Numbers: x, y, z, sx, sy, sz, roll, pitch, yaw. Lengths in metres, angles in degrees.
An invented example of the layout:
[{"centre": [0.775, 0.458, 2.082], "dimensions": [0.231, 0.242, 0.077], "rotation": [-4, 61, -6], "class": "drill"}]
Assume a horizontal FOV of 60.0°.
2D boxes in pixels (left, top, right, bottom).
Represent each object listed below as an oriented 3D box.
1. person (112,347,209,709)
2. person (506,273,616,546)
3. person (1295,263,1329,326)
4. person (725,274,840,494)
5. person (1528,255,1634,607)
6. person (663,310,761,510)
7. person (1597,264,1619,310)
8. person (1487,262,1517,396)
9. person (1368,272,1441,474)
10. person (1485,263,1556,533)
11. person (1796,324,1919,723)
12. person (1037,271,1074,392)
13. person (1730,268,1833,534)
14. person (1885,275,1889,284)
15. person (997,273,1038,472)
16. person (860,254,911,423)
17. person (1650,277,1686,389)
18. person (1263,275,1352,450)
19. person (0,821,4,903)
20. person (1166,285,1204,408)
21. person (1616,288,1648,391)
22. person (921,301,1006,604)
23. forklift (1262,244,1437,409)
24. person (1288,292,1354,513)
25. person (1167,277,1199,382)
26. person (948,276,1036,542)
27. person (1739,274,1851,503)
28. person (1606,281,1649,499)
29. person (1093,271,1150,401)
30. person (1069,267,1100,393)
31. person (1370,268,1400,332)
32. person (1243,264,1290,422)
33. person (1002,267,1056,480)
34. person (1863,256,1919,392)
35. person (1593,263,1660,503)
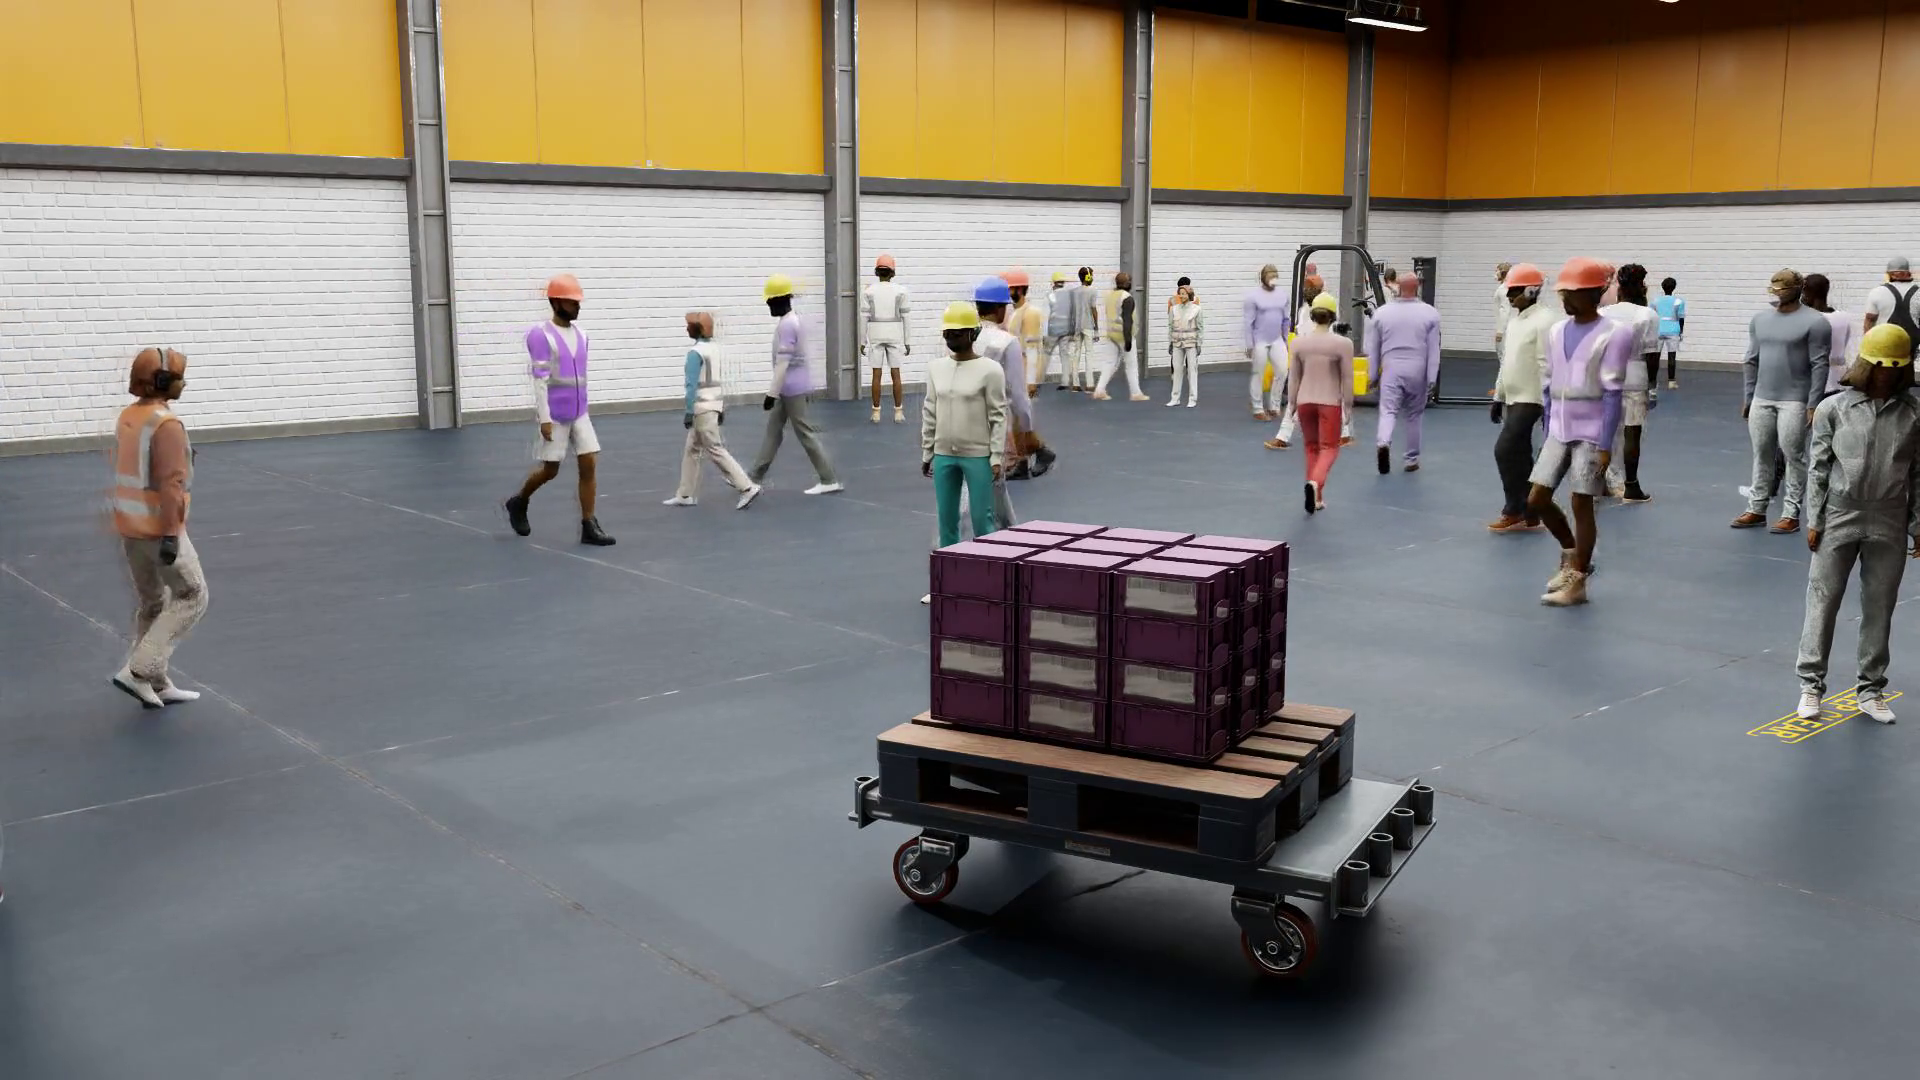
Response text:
[{"centre": [-3.562, -0.036, 7.348], "dimensions": [0.539, 1.623, 0.381], "rotation": [8, 13, 40], "class": "person"}, {"centre": [-2.834, -0.914, 11.688], "dimensions": [0.832, 1.911, 0.550], "rotation": [7, 12, 34], "class": "person"}, {"centre": [5.961, -3.759, 28.357], "dimensions": [0.636, 1.903, 0.405], "rotation": [-6, 11, -32], "class": "person"}, {"centre": [-1.484, -1.300, 14.055], "dimensions": [0.980, 1.870, 0.596], "rotation": [-1, 10, -5], "class": "person"}, {"centre": [3.542, -0.609, 9.563], "dimensions": [0.411, 2.029, 0.604], "rotation": [-5, 11, -26], "class": "person"}, {"centre": [-1.989, -1.039, 13.309], "dimensions": [0.836, 1.606, 0.524], "rotation": [2, 10, 10], "class": "person"}, {"centre": [9.267, -3.008, 23.943], "dimensions": [0.636, 1.909, 0.405], "rotation": [-3, 10, -15], "class": "person"}, {"centre": [7.862, -3.041, 24.043], "dimensions": [0.375, 1.940, 0.627], "rotation": [5, 11, 27], "class": "person"}, {"centre": [4.105, -1.535, 15.427], "dimensions": [0.656, 1.882, 0.821], "rotation": [4, 11, 23], "class": "person"}, {"centre": [4.025, -1.021, 12.122], "dimensions": [0.645, 1.965, 0.647], "rotation": [-1, 10, -5], "class": "person"}, {"centre": [3.931, -0.066, 7.217], "dimensions": [0.484, 1.736, 0.305], "rotation": [2, 10, 13], "class": "person"}, {"centre": [1.418, -3.127, 24.991], "dimensions": [0.607, 1.787, 0.806], "rotation": [-4, 11, -24], "class": "person"}, {"centre": [6.022, -1.014, 12.184], "dimensions": [0.371, 1.936, 0.629], "rotation": [-5, 11, -28], "class": "person"}, {"centre": [12.992, -2.844, 23.228], "dimensions": [0.588, 1.828, 0.403], "rotation": [3, 10, 17], "class": "person"}, {"centre": [0.433, -1.566, 15.546], "dimensions": [0.518, 1.892, 0.649], "rotation": [-7, 12, -37], "class": "person"}, {"centre": [-0.908, -2.443, 20.234], "dimensions": [0.615, 2.041, 0.384], "rotation": [0, 10, -3], "class": "person"}, {"centre": [10.759, -3.144, 25.342], "dimensions": [0.535, 1.700, 0.318], "rotation": [7, 12, 34], "class": "person"}, {"centre": [3.691, -1.834, 17.325], "dimensions": [1.025, 1.828, 0.595], "rotation": [-4, 11, -24], "class": "person"}, {"centre": [-3.145, 0.363, 5.005], "dimensions": [0.504, 1.632, 0.269], "rotation": [0, 10, 1], "class": "person"}, {"centre": [3.024, -2.595, 22.299], "dimensions": [0.515, 1.641, 0.315], "rotation": [7, 12, 35], "class": "person"}, {"centre": [9.350, -2.749, 23.292], "dimensions": [0.669, 1.616, 0.509], "rotation": [5, 11, 29], "class": "person"}, {"centre": [0.008, -0.484, 9.580], "dimensions": [0.533, 1.768, 0.310], "rotation": [5, 11, 29], "class": "person"}, {"centre": [5.256, -2.933, 22.661], "dimensions": [2.313, 2.155, 1.214], "rotation": [3, 10, 16], "class": "forklift"}, {"centre": [2.795, -1.058, 12.997], "dimensions": [0.530, 1.748, 0.678], "rotation": [6, 11, 30], "class": "person"}, {"centre": [3.609, -3.402, 26.885], "dimensions": [0.532, 1.694, 0.320], "rotation": [4, 11, 24], "class": "person"}, {"centre": [0.197, -0.764, 10.858], "dimensions": [1.019, 1.893, 0.638], "rotation": [-8, 13, -40], "class": "person"}, {"centre": [6.808, -1.196, 13.410], "dimensions": [0.634, 1.871, 0.941], "rotation": [-5, 11, -26], "class": "person"}, {"centre": [5.576, -1.260, 13.942], "dimensions": [0.429, 1.839, 0.646], "rotation": [9, 13, 42], "class": "person"}, {"centre": [2.253, -2.842, 23.260], "dimensions": [0.690, 1.831, 0.640], "rotation": [-4, 11, -24], "class": "person"}, {"centre": [1.846, -3.118, 24.734], "dimensions": [0.521, 1.859, 0.334], "rotation": [8, 12, 38], "class": "person"}, {"centre": [7.107, -3.627, 27.821], "dimensions": [0.532, 1.816, 0.808], "rotation": [-4, 11, -23], "class": "person"}, {"centre": [3.758, -2.370, 20.157], "dimensions": [0.661, 1.919, 0.623], "rotation": [-3, 10, -18], "class": "person"}, {"centre": [0.548, -1.479, 14.941], "dimensions": [0.465, 1.921, 0.561], "rotation": [-3, 10, -18], "class": "person"}, {"centre": [10.995, -2.347, 19.680], "dimensions": [0.713, 2.000, 0.772], "rotation": [2, 10, 10], "class": "person"}, {"centre": [5.457, -1.285, 13.679], "dimensions": [0.368, 1.966, 0.603], "rotation": [-8, 13, -41], "class": "person"}]
